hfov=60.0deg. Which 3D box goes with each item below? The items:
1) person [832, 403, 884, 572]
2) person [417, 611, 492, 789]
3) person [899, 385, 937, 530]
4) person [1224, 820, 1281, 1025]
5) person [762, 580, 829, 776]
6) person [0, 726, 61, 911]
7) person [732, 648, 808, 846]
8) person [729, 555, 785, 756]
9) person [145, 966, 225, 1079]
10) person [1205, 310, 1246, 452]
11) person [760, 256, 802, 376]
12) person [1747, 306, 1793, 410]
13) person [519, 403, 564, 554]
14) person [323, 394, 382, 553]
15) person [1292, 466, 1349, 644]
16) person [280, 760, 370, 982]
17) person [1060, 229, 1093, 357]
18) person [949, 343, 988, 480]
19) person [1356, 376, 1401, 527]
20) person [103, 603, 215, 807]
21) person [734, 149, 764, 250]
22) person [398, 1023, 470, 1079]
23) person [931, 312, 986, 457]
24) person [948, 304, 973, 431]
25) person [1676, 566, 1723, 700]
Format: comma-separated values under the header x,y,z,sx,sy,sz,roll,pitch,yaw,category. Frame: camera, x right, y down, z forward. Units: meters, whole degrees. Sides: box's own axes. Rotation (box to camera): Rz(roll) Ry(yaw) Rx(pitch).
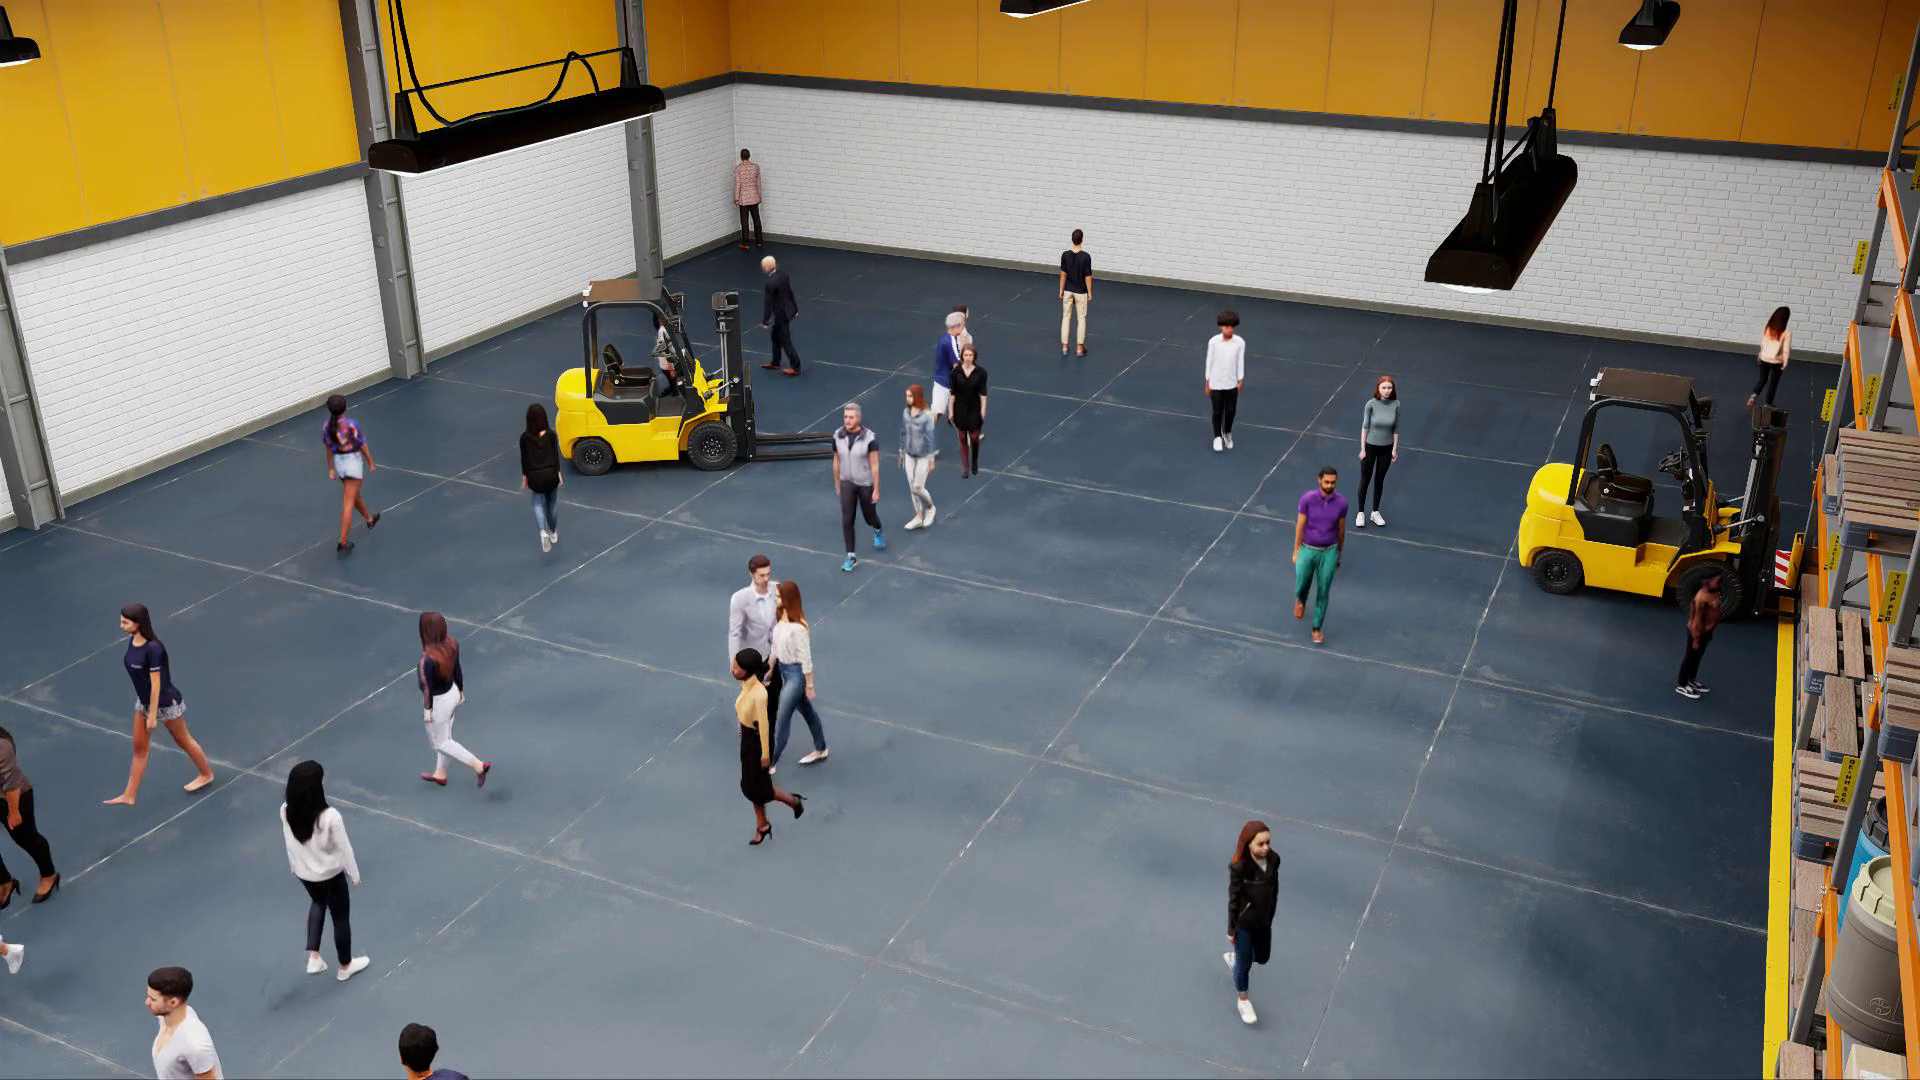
x,y,z,sx,sy,sz,roll,pitch,yaw,category
-1.045,-0.600,17.543,0.788,1.812,1.034,7,25,15,person
-4.137,1.327,13.406,0.762,1.594,0.898,7,24,15,person
-0.404,-0.928,18.447,0.708,1.689,0.721,19,30,37,person
1.878,2.458,10.974,0.794,1.470,0.840,-11,26,-24,person
-1.285,1.116,13.757,1.081,1.699,0.975,-11,26,-24,person
-6.805,1.829,11.985,0.665,1.814,0.720,11,26,23,person
-1.477,1.586,12.760,0.909,1.637,0.826,-13,27,-27,person
-1.703,0.927,14.023,0.890,1.832,0.952,-15,28,-30,person
-4.136,3.083,9.066,0.700,1.853,0.757,-21,31,-39,person
3.284,-2.013,20.791,0.709,1.799,0.706,2,24,5,person
-2.461,-3.157,23.471,0.894,1.748,0.879,11,26,24,person
10.719,-2.374,22.022,0.861,1.475,0.771,-15,28,-31,person
-4.489,-0.653,17.893,0.923,1.628,1.004,-7,25,-15,person
-6.615,-0.691,17.909,0.790,1.686,1.250,5,24,10,person
3.441,0.089,16.036,0.800,1.757,0.975,3,24,6,person
-4.331,2.255,11.159,0.704,1.694,0.687,8,25,17,person
1.701,-3.639,24.446,0.650,1.851,0.566,9,25,19,person
0.091,-1.563,19.892,0.674,1.696,0.682,3,24,7,person
4.655,-0.997,18.537,0.666,1.743,0.684,-1,24,-3,person
-6.320,1.292,13.322,0.810,1.725,1.138,20,31,38,person
-3.887,-6.265,30.507,0.730,1.808,0.843,-14,27,-29,person
-2.669,3.322,8.617,0.837,1.775,0.882,-20,30,-37,person
-0.256,-1.897,20.571,1.197,1.763,1.220,-1,24,-2,person
-0.007,-2.245,21.510,0.674,1.648,0.628,-11,26,-24,person
6.670,0.811,15.010,0.523,1.255,0.643,-21,31,-40,person
